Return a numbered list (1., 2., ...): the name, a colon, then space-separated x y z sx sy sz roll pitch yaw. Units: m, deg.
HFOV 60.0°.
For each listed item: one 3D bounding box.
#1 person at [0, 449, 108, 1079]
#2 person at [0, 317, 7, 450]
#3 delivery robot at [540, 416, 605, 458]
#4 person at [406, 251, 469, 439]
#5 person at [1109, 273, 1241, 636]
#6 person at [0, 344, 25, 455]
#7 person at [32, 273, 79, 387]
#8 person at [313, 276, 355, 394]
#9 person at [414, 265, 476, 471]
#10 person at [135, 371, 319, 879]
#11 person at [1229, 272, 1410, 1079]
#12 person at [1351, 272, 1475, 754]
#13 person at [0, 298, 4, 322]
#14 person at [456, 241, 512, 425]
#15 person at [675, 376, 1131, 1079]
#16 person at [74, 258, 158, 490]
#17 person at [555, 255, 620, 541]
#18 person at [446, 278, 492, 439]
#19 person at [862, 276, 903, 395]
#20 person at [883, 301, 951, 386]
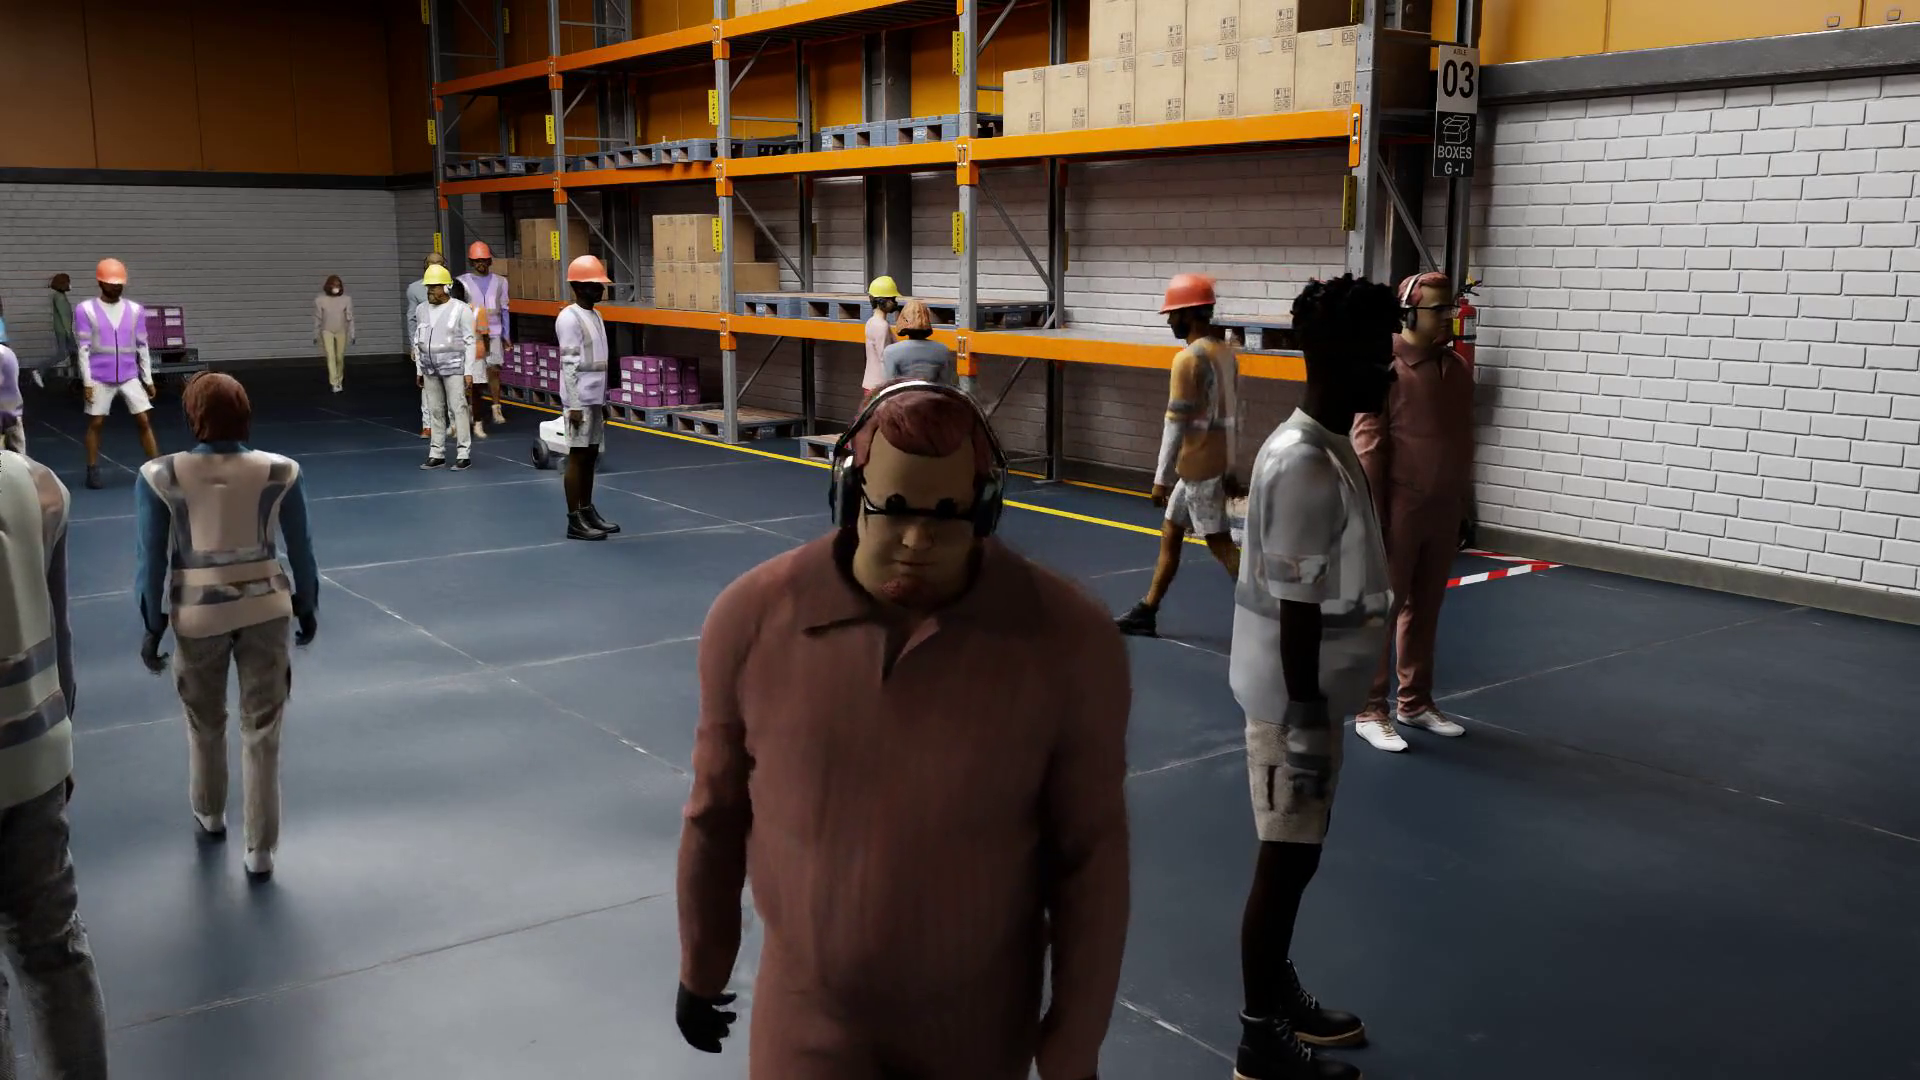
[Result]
1. person: -2.004 0.472 3.311 0.404 1.943 0.612 2 10 10
2. person: -9.342 -1.613 15.792 0.546 1.654 0.846 -3 11 -18
3. delivery robot: -3.461 -0.936 14.831 0.477 0.478 0.707 -8 13 -38
4. person: -5.402 -2.013 17.256 0.627 1.938 0.372 -2 10 -13
5. person: 1.212 -0.381 8.288 1.033 1.883 0.541 5 11 27
6. person: -4.691 -0.306 7.778 0.588 1.910 0.412 -5 11 -27
7. person: -12.549 -2.909 23.175 0.694 1.612 0.501 -4 11 -20
8. person: -8.481 -2.776 22.518 0.541 1.588 0.873 -6 12 -30
9. person: -4.600 -1.524 14.808 0.599 1.830 0.403 3 11 17
10. person: -2.396 0.250 5.468 0.545 1.604 0.785 -5 11 -25
11. person: 0.841 0.351 3.982 0.373 1.956 0.598 3 11 18
12. person: 1.846 -0.115 6.710 0.642 1.909 0.410 -7 12 -35
13. person: -12.481 -2.693 21.106 0.598 1.929 1.064 -5 11 -25
14. person: -5.306 -2.295 18.539 0.615 2.040 0.391 -5 11 -26
15. person: -0.105 0.679 2.452 0.696 1.841 0.999 1 10 3
16. person: -6.957 -1.368 13.743 0.600 1.922 0.441 -9 14 -42
17. person: -2.548 -0.973 11.427 0.375 1.939 0.546 2 10 10
18. person: -5.159 -1.885 17.299 0.611 1.669 0.450 -1 10 -5
19. person: -0.598 -1.155 12.929 0.313 1.769 0.523 -3 10 -15
20. person: -0.297 -0.807 11.350 0.503 1.632 0.274 -5 11 -25
